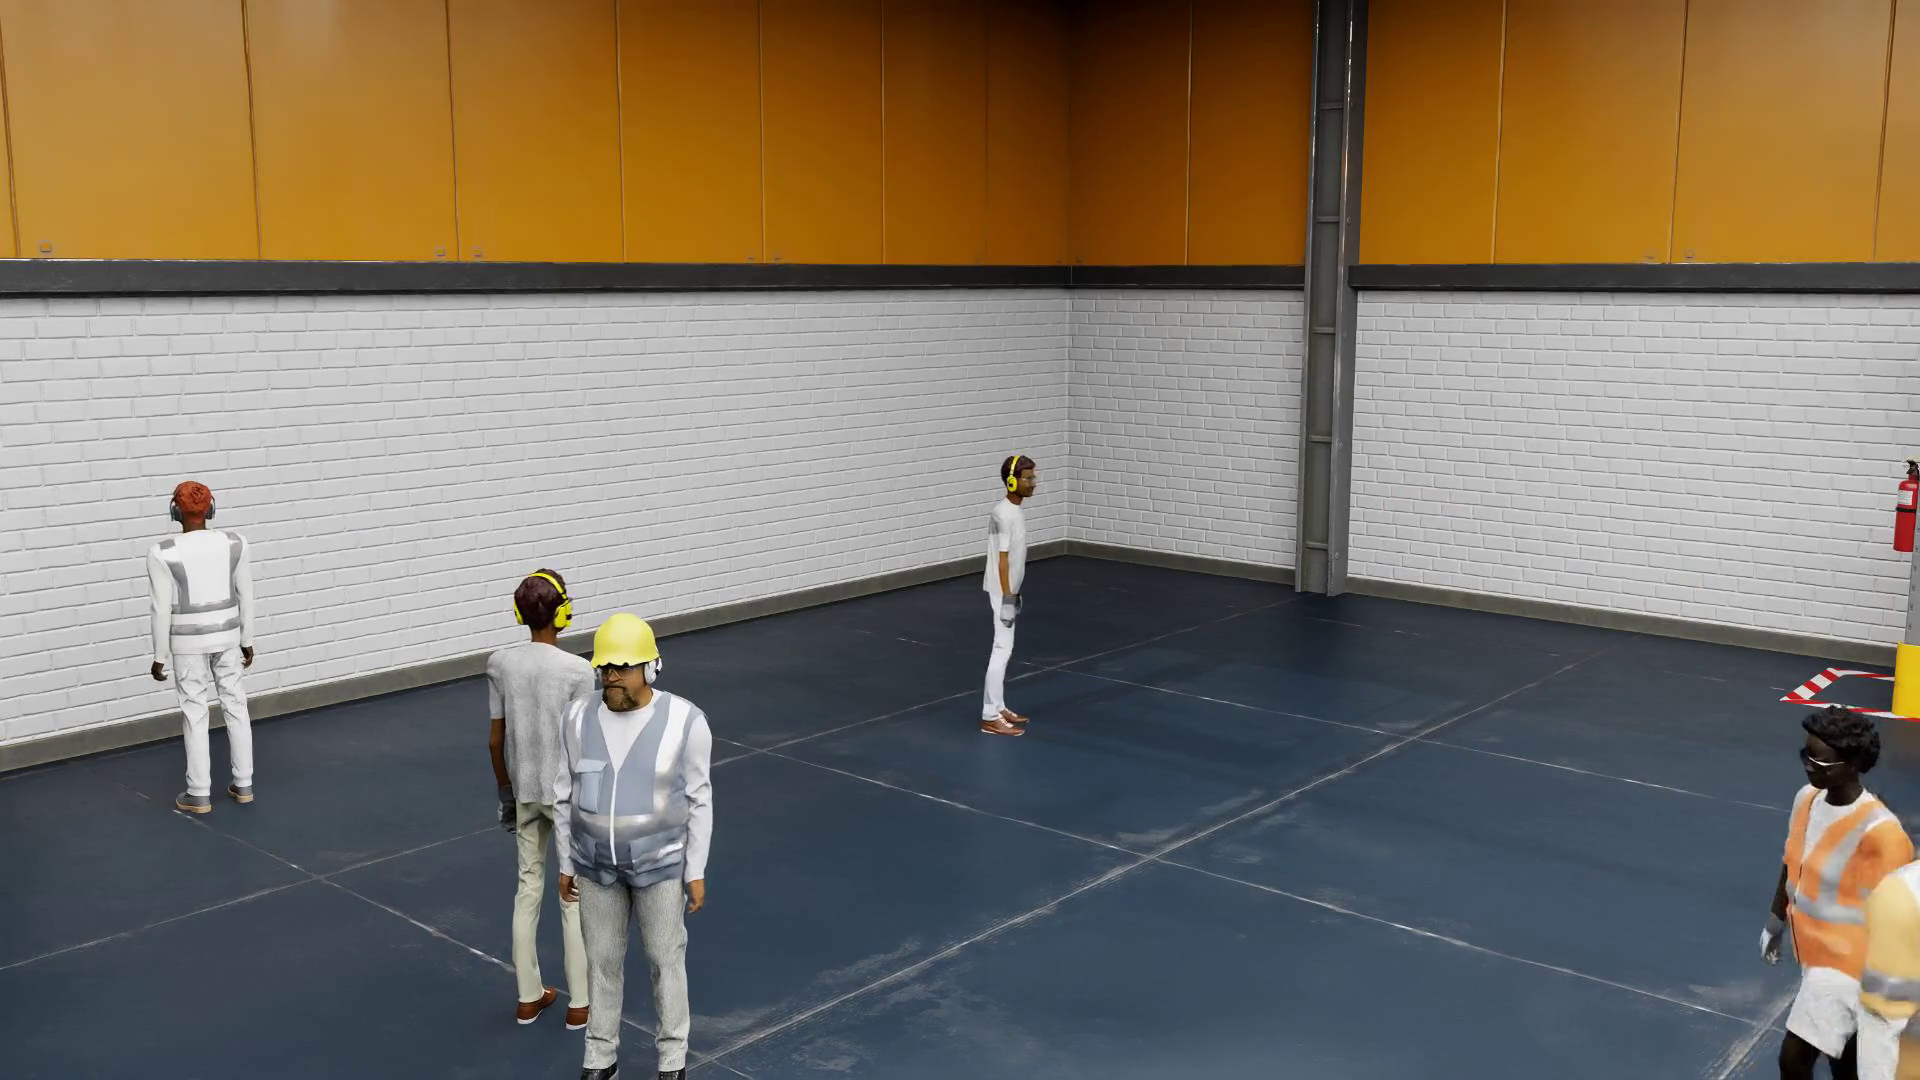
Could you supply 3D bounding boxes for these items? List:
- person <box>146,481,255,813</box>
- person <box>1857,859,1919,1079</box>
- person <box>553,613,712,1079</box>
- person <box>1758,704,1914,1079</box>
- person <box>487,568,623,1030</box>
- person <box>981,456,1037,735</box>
[{"bbox_3d":[-4.287,0.602,9.432,0.355,1.883,0.573,9,12,43],"label":"person"},{"bbox_3d":[2.541,1.411,4.394,0.556,1.881,1.005,-1,9,-7],"label":"person"},{"bbox_3d":[-1.199,1.165,6.052,0.586,1.833,0.403,1,9,6],"label":"person"},{"bbox_3d":[2.742,1.347,5.390,0.703,1.666,0.555,0,9,1],"label":"person"},{"bbox_3d":[-1.643,1.040,6.710,0.514,1.876,0.328,3,9,17],"label":"person"},{"bbox_3d":[0.328,0.361,11.053,0.370,1.858,0.513,1,9,9],"label":"person"}]
